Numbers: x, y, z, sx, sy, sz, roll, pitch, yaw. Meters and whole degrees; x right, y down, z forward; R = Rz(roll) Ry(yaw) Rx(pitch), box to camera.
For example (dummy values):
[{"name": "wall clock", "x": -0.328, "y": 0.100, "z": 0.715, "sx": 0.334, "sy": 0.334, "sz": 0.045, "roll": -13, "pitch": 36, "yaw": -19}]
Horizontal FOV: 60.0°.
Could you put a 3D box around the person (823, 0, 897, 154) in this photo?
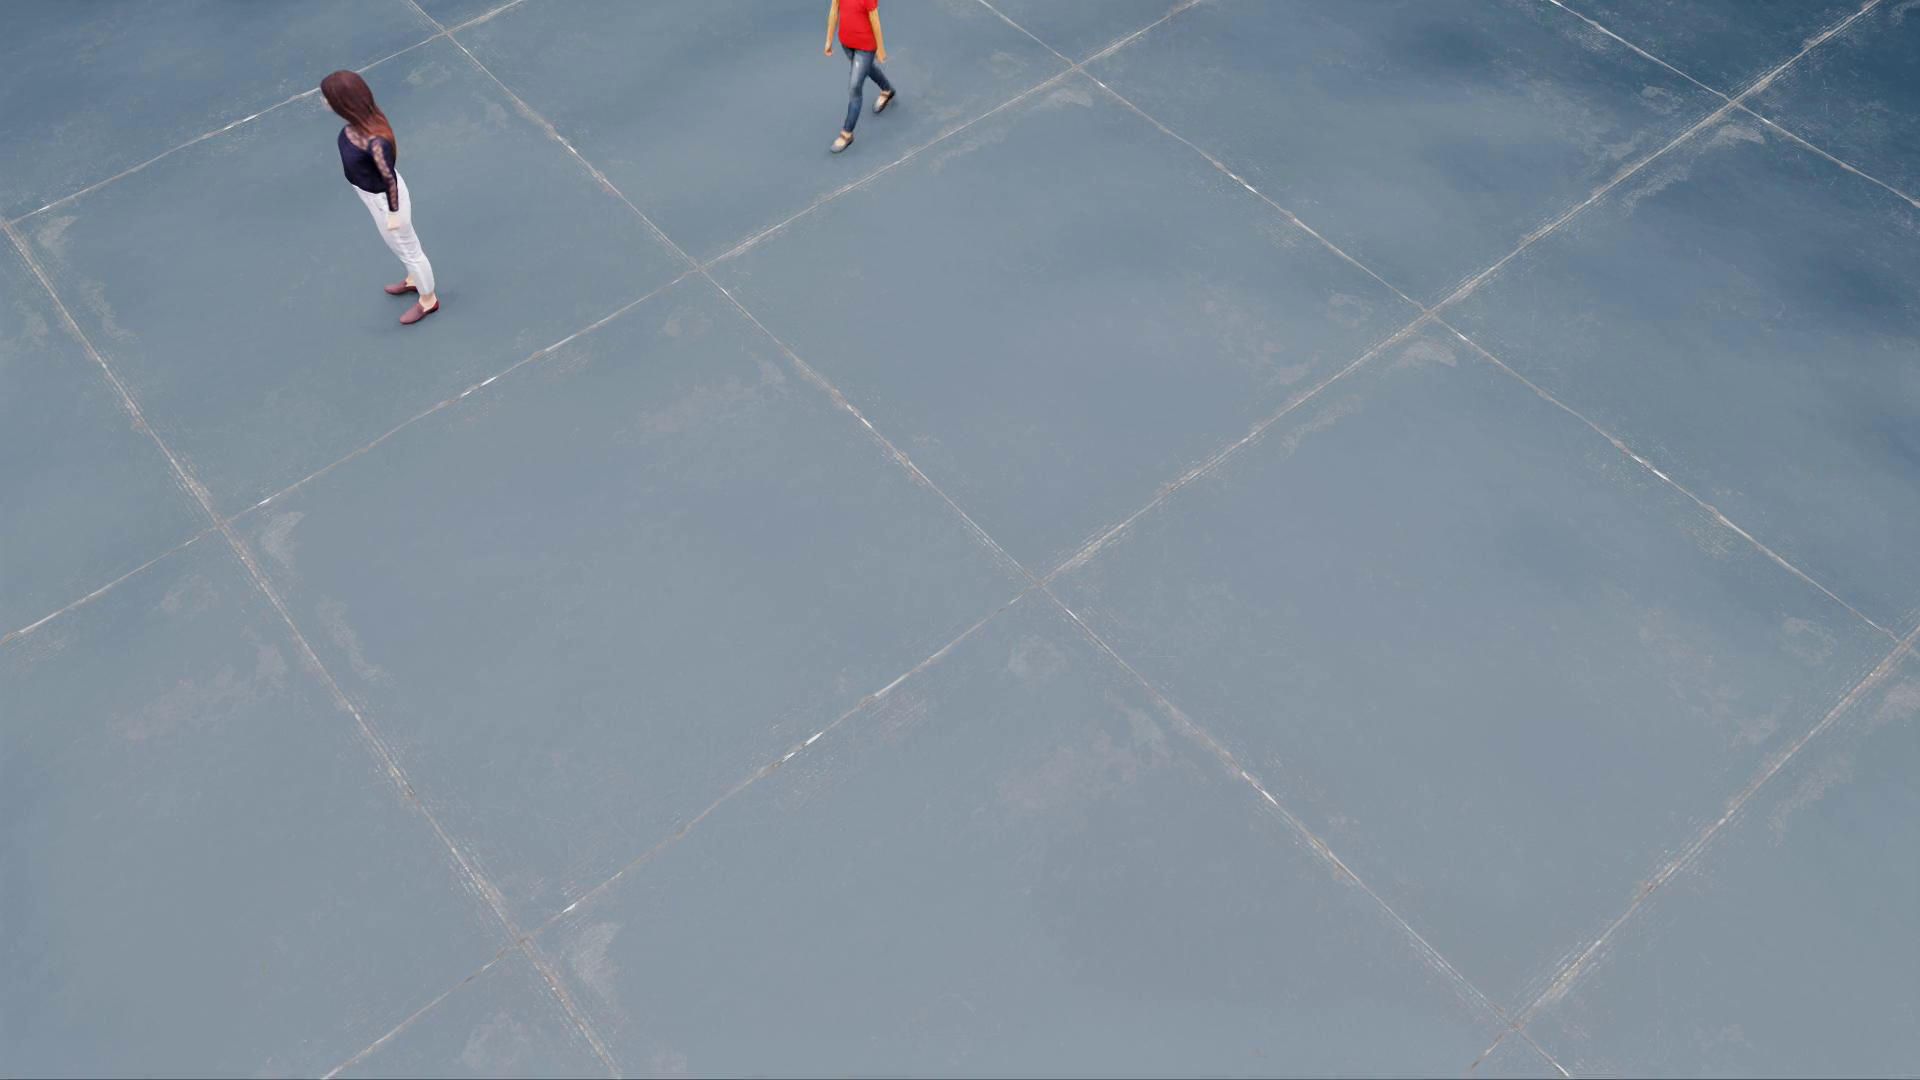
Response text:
[{"name": "person", "x": -0.572, "y": -3.049, "z": 10.091, "sx": 0.602, "sy": 1.285, "sz": 0.937, "roll": 33, "pitch": 59, "yaw": 23}]

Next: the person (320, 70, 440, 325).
[{"name": "person", "x": -3.117, "y": -1.853, "z": 8.959, "sx": 0.608, "sy": 1.610, "sz": 0.648, "roll": -22, "pitch": 55, "yaw": -16}]
